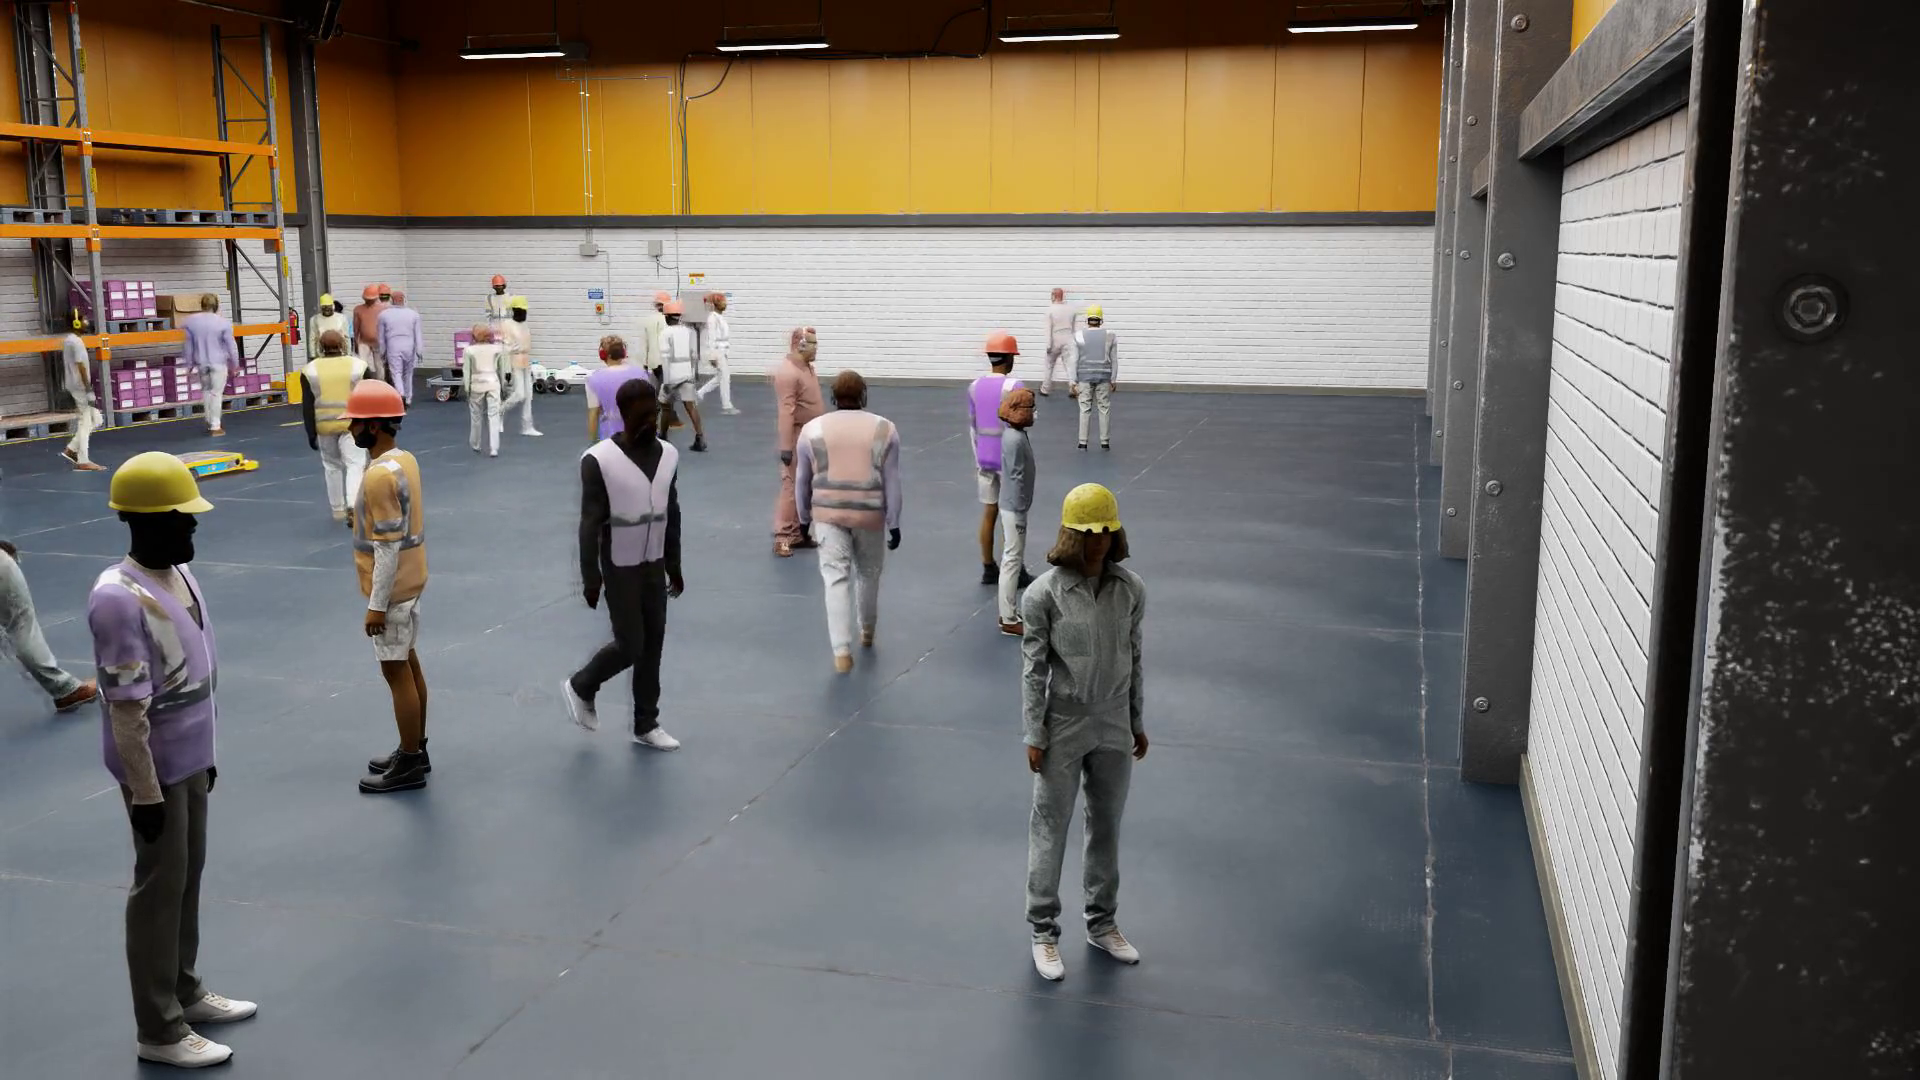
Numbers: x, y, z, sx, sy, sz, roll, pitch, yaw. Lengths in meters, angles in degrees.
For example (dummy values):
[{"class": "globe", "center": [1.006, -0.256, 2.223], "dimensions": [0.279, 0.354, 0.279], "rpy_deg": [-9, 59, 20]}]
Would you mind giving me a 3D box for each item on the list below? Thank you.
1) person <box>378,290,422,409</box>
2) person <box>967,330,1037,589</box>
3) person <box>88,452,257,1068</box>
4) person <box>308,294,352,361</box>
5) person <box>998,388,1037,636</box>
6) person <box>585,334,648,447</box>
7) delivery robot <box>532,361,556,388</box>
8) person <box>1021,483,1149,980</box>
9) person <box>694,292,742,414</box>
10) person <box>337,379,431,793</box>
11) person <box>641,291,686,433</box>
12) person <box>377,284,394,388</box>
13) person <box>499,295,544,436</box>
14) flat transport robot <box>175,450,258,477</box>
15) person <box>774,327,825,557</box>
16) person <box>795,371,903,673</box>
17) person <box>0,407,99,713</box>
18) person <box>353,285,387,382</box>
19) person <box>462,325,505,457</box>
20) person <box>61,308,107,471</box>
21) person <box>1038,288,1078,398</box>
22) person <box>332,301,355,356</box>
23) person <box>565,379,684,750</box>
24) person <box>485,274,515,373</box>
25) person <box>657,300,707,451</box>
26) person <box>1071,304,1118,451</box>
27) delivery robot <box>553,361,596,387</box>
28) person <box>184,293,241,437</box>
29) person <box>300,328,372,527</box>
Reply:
[{"class": "person", "center": [-8.819, -2.995, 26.221], "dimensions": [0.647, 1.883, 0.903], "rpy_deg": [-5, 11, -26]}, {"class": "person", "center": [0.322, -0.598, 12.458], "dimensions": [0.564, 1.929, 0.389], "rpy_deg": [9, 14, 42]}, {"class": "person", "center": [-2.474, 0.679, 5.225], "dimensions": [0.369, 1.925, 0.594], "rpy_deg": [-2, 10, -9]}, {"class": "person", "center": [-9.830, -2.919, 25.937], "dimensions": [0.625, 1.802, 0.826], "rpy_deg": [-3, 10, -15]}, {"class": "person", "center": [0.384, -0.189, 10.974], "dimensions": [0.278, 1.632, 0.507], "rpy_deg": [0, 10, -1]}, {"class": "person", "center": [-2.874, -0.834, 14.093], "dimensions": [0.566, 1.825, 0.779], "rpy_deg": [-6, 11, -29]}, {"class": "delivery robot", "center": [-7.401, -2.882, 29.012], "dimensions": [0.707, 0.478, 0.477], "rpy_deg": [4, 11, 20]}, {"class": "person", "center": [0.450, 0.663, 5.837], "dimensions": [0.493, 1.743, 0.300], "rpy_deg": [-5, 11, -26]}, {"class": "person", "center": [-3.729, -2.837, 25.328], "dimensions": [0.741, 1.862, 0.587], "rpy_deg": [1, 10, 6]}, {"class": "person", "center": [-2.693, 0.217, 7.814], "dimensions": [0.354, 1.939, 0.545], "rpy_deg": [-2, 10, -9]}, {"class": "person", "center": [-4.103, -2.464, 23.015], "dimensions": [0.627, 1.950, 1.048], "rpy_deg": [5, 11, 25]}, {"class": "person", "center": [-10.088, -3.556, 29.291], "dimensions": [0.550, 1.898, 0.948], "rpy_deg": [-3, 10, -16]}, {"class": "person", "center": [-5.972, -2.341, 22.369], "dimensions": [0.636, 1.910, 0.602], "rpy_deg": [3, 11, 17]}, {"class": "flat transport robot", "center": [-8.512, -0.814, 18.364], "dimensions": [0.652, 0.197, 1.431], "rpy_deg": [3, 10, 15]}, {"class": "person", "center": [-1.343, -0.820, 13.880], "dimensions": [0.416, 1.884, 0.776], "rpy_deg": [2, 10, 9]}, {"class": "person", "center": [-0.685, -0.141, 10.243], "dimensions": [0.654, 1.789, 0.945], "rpy_deg": [0, 10, -3]}, {"class": "person", "center": [-5.177, 0.063, 8.848], "dimensions": [0.632, 1.884, 1.004], "rpy_deg": [9, 13, 41]}, {"class": "person", "center": [-9.794, -3.271, 27.679], "dimensions": [0.628, 1.921, 1.010], "rpy_deg": [-1, 10, -8]}, {"class": "person", "center": [-5.829, -1.831, 20.374], "dimensions": [0.528, 1.594, 0.875], "rpy_deg": [-4, 11, -23]}, {"class": "person", "center": [-9.966, -1.700, 18.896], "dimensions": [0.405, 1.856, 0.519], "rpy_deg": [-6, 12, -30]}, {"class": "person", "center": [1.685, -3.343, 28.195], "dimensions": [0.645, 1.866, 0.953], "rpy_deg": [-4, 11, -23]}, {"class": "person", "center": [-10.238, -3.100, 27.382], "dimensions": [0.543, 1.640, 0.909], "rpy_deg": [1, 10, 3]}, {"class": "person", "center": [-1.702, 0.127, 8.418], "dimensions": [0.539, 1.903, 0.607], "rpy_deg": [6, 12, 32]}, {"class": "person", "center": [-8.571, -3.938, 31.101], "dimensions": [0.611, 2.030, 0.410], "rpy_deg": [0, 10, 0]}, {"class": "person", "center": [-3.531, -2.059, 20.874], "dimensions": [1.005, 1.886, 0.563], "rpy_deg": [10, 14, 43]}, {"class": "person", "center": [1.673, -2.018, 20.764], "dimensions": [0.590, 1.833, 0.404], "rpy_deg": [0, 10, -2]}, {"class": "delivery robot", "center": [-6.677, -2.854, 28.852], "dimensions": [0.707, 0.478, 0.477], "rpy_deg": [-1, 10, -8]}, {"class": "person", "center": [-10.058, -2.366, 22.483], "dimensions": [0.667, 1.919, 0.646], "rpy_deg": [0, 10, 1]}, {"class": "person", "center": [-5.698, -1.037, 15.279], "dimensions": [0.622, 1.810, 0.860], "rpy_deg": [-3, 10, -15]}]
